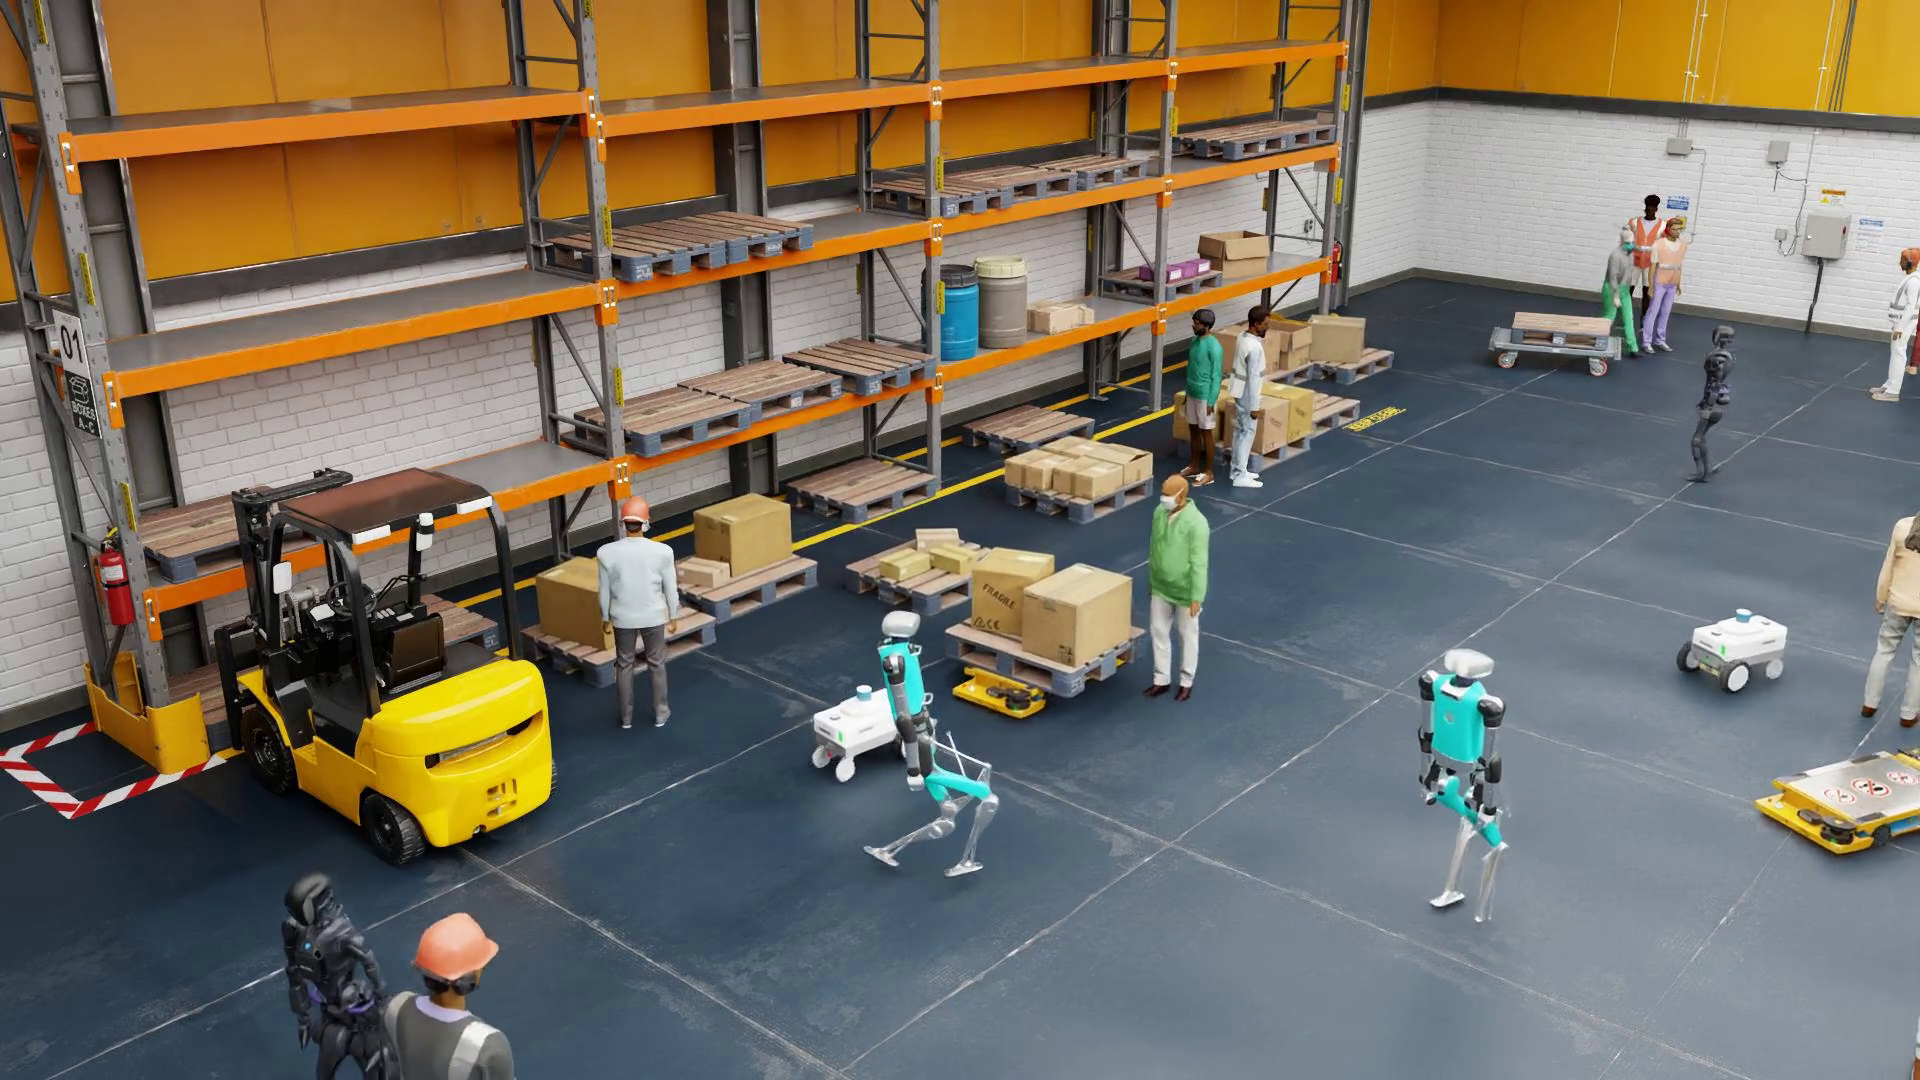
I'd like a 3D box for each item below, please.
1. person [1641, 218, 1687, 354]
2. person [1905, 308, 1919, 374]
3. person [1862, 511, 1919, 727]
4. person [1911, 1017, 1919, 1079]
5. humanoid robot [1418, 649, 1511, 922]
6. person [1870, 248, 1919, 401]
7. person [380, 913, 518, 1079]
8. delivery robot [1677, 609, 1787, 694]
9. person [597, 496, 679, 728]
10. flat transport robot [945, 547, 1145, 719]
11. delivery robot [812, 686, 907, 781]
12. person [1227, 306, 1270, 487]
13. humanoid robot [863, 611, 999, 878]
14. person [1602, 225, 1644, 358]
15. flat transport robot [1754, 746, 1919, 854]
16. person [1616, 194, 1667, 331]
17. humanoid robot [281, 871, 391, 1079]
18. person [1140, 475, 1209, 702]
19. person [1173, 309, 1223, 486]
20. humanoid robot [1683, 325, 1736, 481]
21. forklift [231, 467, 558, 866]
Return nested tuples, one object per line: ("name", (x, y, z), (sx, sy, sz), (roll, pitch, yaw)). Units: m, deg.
("person", (9.598, -3.474, 22.686), (0.569, 1.845, 0.385), (-8, 22, -22))
("person", (12.612, -3.002, 21.522), (0.470, 1.768, 0.378), (7, 21, 18))
("person", (6.908, 0.470, 11.987), (0.567, 1.868, 0.406), (16, 25, 36))
("person", (5.078, 1.856, 8.124), (0.627, 1.933, 0.372), (5, 21, 13))
("humanoid robot", (2.988, 1.434, 9.637), (0.762, 1.828, 0.530), (-15, 25, -35))
("person", (11.525, -2.643, 20.379), (0.354, 1.886, 0.572), (10, 22, 24))
("person", (-1.885, 2.356, 6.651), (0.624, 2.016, 0.796), (13, 24, 31))
("delivery robot", (5.998, 0.844, 12.878), (0.796, 0.614, 0.499), (-9, 22, -22))
("person", (-2.313, 0.524, 12.007), (0.571, 1.739, 0.347), (-3, 21, -9))
("flat transport robot", (0.654, 0.989, 12.872), (0.659, 0.231, 1.431), (16, 26, 37))
("delivery robot", (-0.656, 1.293, 11.599), (0.753, 0.570, 0.499), (-17, 26, -39))
("person", (2.981, -1.482, 17.209), (0.410, 1.907, 0.596), (-1, 20, -3))
("humanoid robot", (-0.107, 1.259, 10.001), (0.988, 1.724, 0.568), (1, 20, 3))
("person", (8.898, -3.334, 22.353), (0.590, 1.814, 0.771), (-15, 25, -35))
("flat transport robot", (6.020, 1.704, 10.934), (1.431, 0.231, 0.659), (-9, 22, -22))
("person", (9.827, -3.986, 23.914), (0.594, 1.958, 0.375), (9, 22, 22))
("humanoid robot", (-2.786, 2.218, 7.531), (0.612, 1.635, 0.550), (9, 22, 22))
("person", (1.611, 0.362, 12.411), (0.577, 1.771, 0.431), (19, 28, 41))
("person", (2.523, -1.494, 17.318), (0.387, 1.848, 0.505), (-10, 22, -25))
("humanoid robot", (7.846, -1.446, 17.430), (0.380, 1.650, 0.587), (7, 21, 17))
("forklift", (-3.730, 0.710, 10.856), (2.313, 2.155, 1.214), (17, 26, 38))
